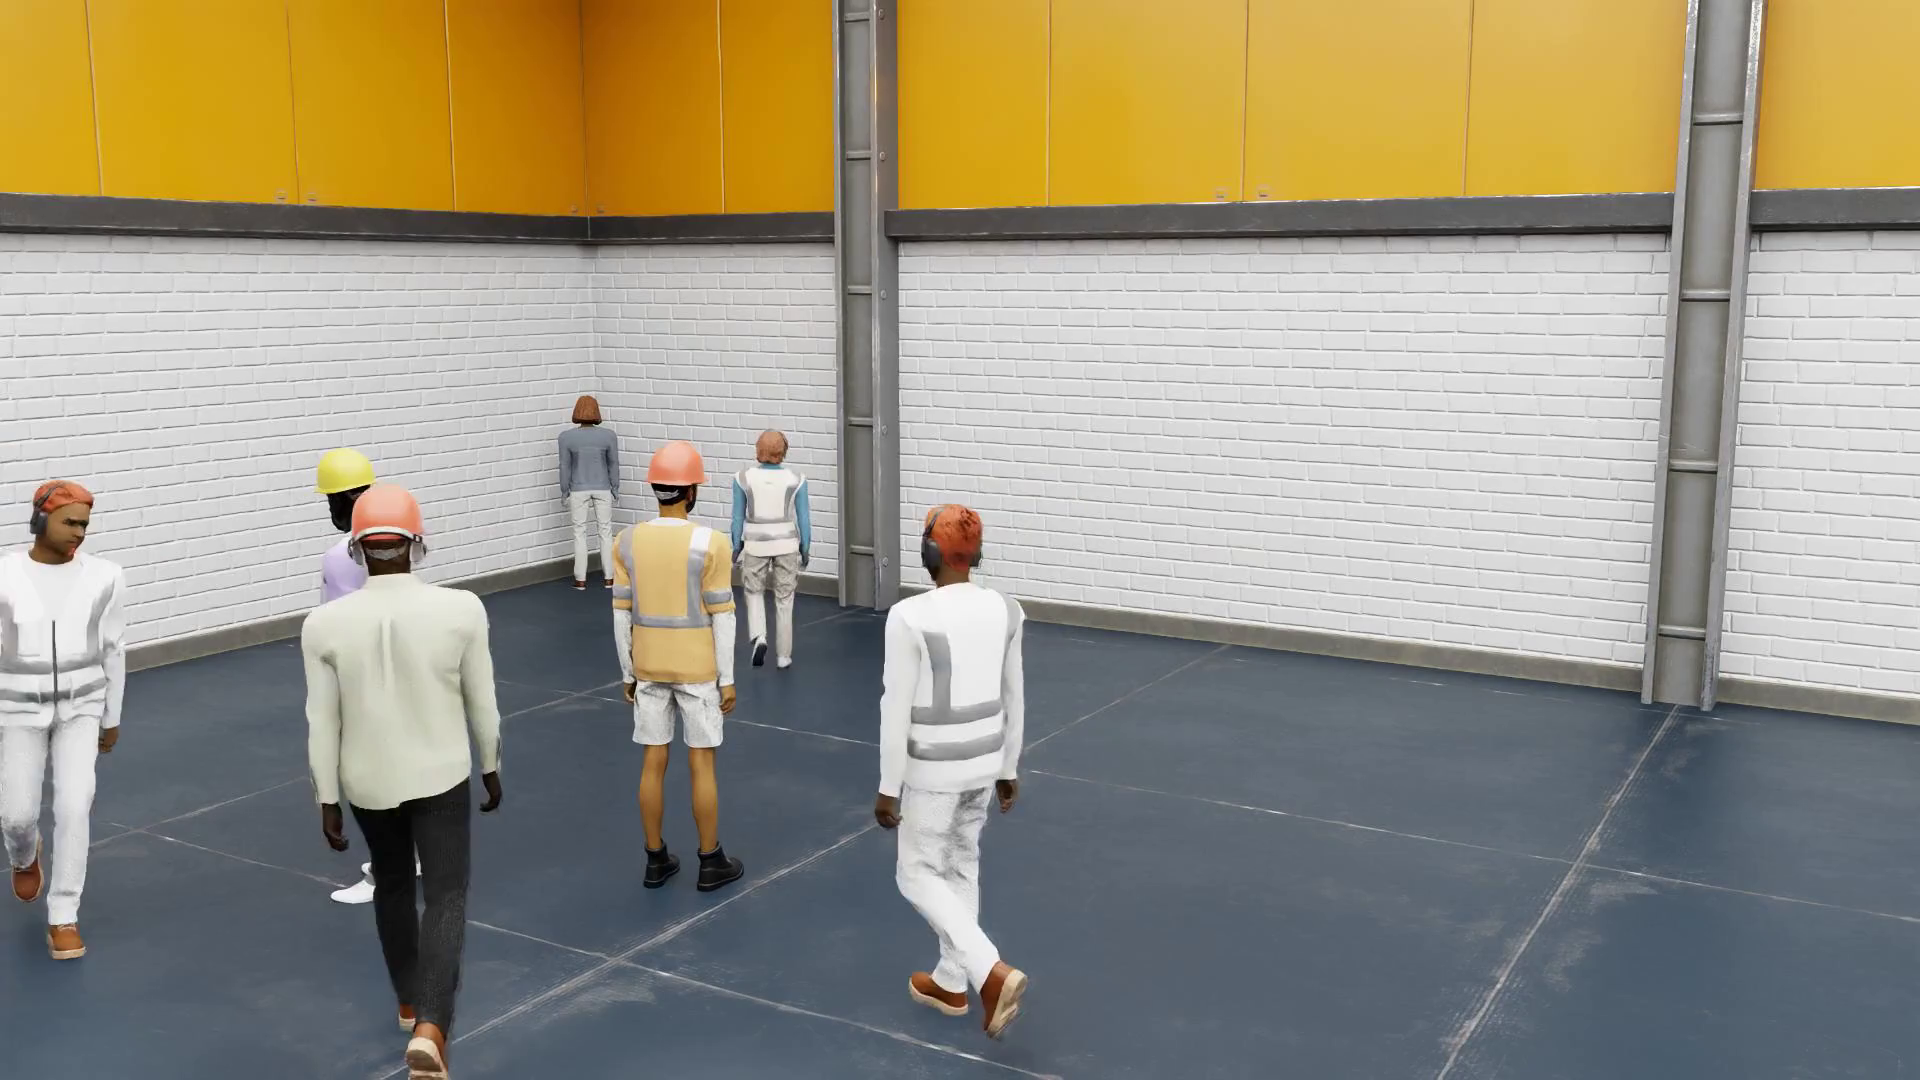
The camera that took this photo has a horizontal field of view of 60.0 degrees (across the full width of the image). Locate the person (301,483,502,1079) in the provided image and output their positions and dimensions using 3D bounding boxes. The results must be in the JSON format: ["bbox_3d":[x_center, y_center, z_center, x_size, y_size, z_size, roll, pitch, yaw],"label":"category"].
[{"bbox_3d":[-1.843,0.796,5.518,0.611,1.967,0.949,-1,9,-8],"label":"person"}]

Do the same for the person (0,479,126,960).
[{"bbox_3d":[-3.612,0.675,6.592,0.611,1.856,0.695,-7,11,-36],"label":"person"}]

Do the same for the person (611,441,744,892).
[{"bbox_3d":[-1.207,0.543,7.148,0.547,1.939,0.376,3,9,16],"label":"person"}]

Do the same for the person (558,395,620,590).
[{"bbox_3d":[-3.107,-0.396,13.960,0.500,1.633,0.280,-3,10,-18],"label":"person"}]

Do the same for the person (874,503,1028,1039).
[{"bbox_3d":[0.022,0.811,5.726,0.605,1.869,0.673,-8,12,-40],"label":"person"}]

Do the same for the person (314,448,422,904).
[{"bbox_3d":[-2.504,0.573,7.010,0.384,1.924,0.589,1,9,5],"label":"person"}]

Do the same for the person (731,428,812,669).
[{"bbox_3d":[-1.253,0.074,11.043,0.543,1.626,0.405,-1,9,-3],"label":"person"}]
